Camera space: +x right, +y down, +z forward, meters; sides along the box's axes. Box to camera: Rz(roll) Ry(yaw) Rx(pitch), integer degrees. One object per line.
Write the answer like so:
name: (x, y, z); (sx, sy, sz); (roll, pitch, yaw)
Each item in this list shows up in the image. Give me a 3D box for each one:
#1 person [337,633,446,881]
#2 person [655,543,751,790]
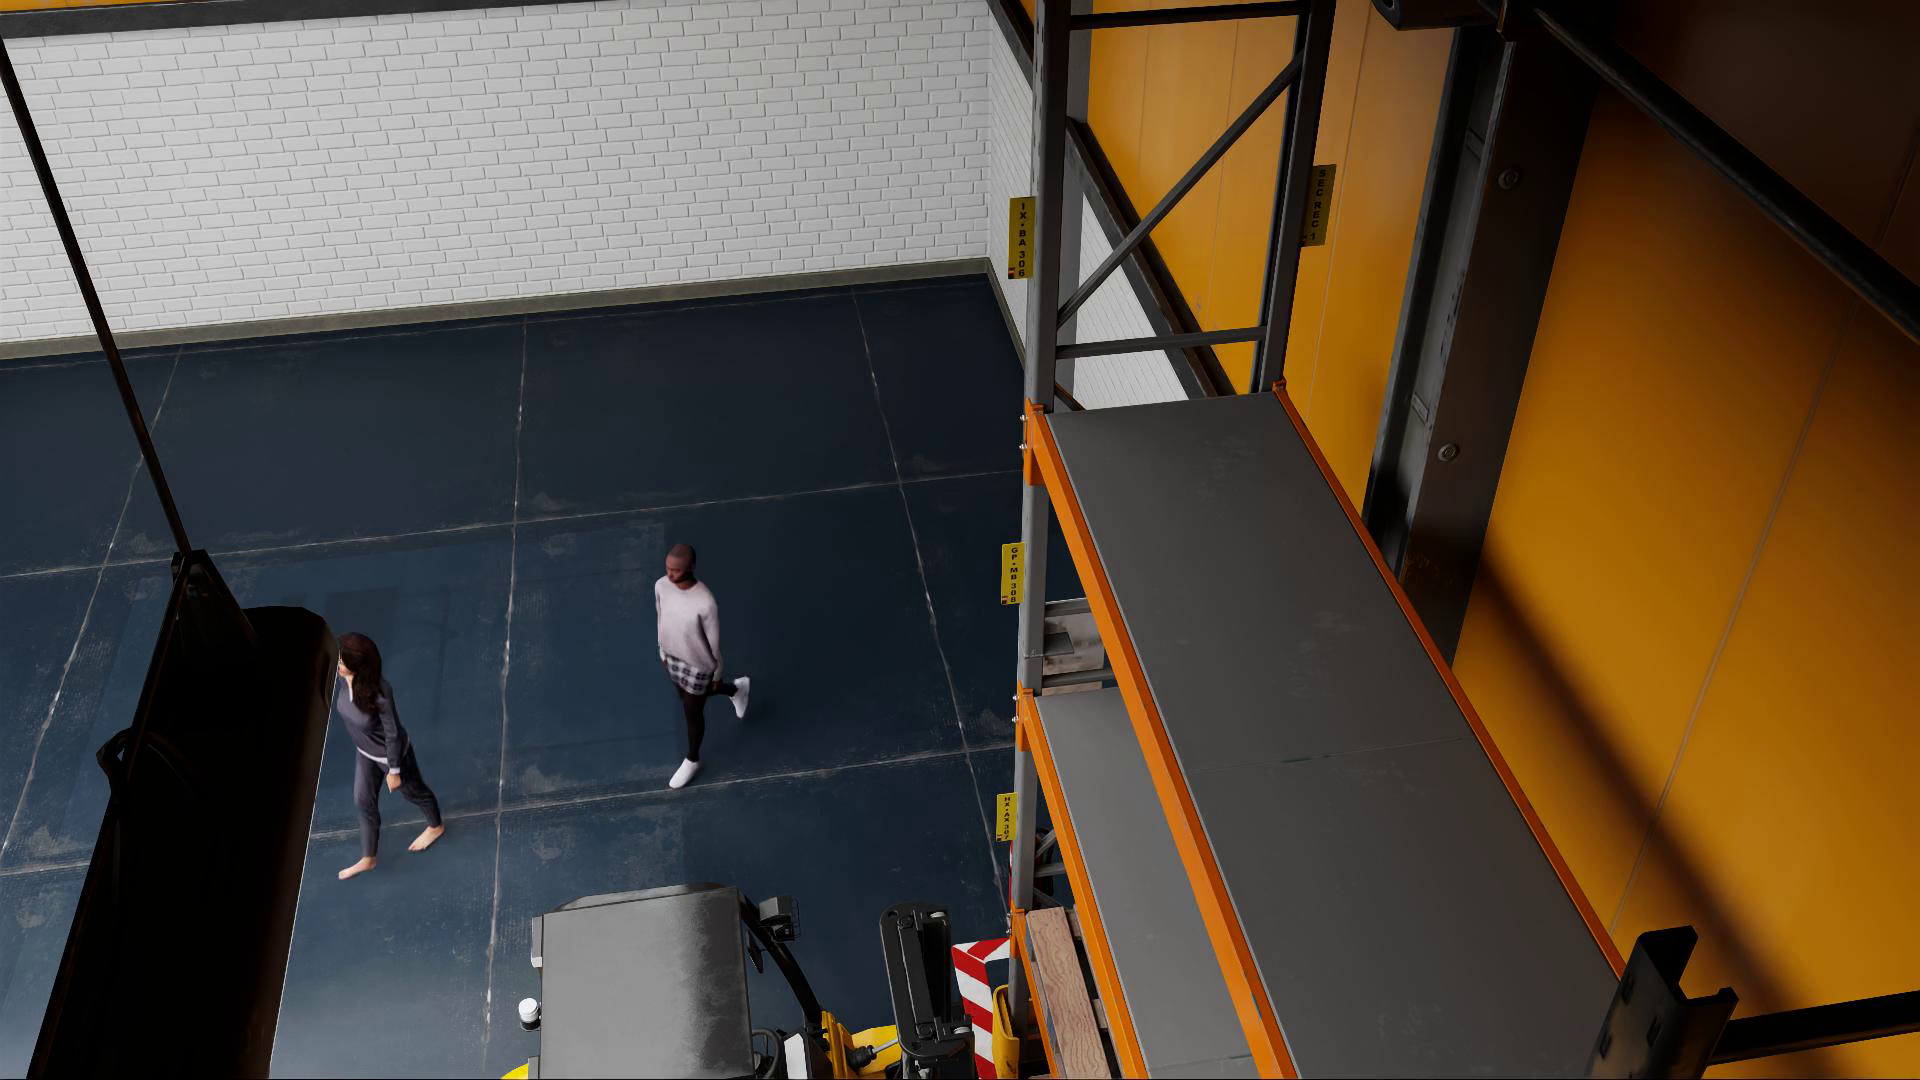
person: (-3.316, 1.180, 9.761); (0.953, 1.747, 1.025); (22, 43, 25)
person: (-1.612, 0.700, 10.358); (1.059, 1.753, 1.131); (22, 44, 25)
